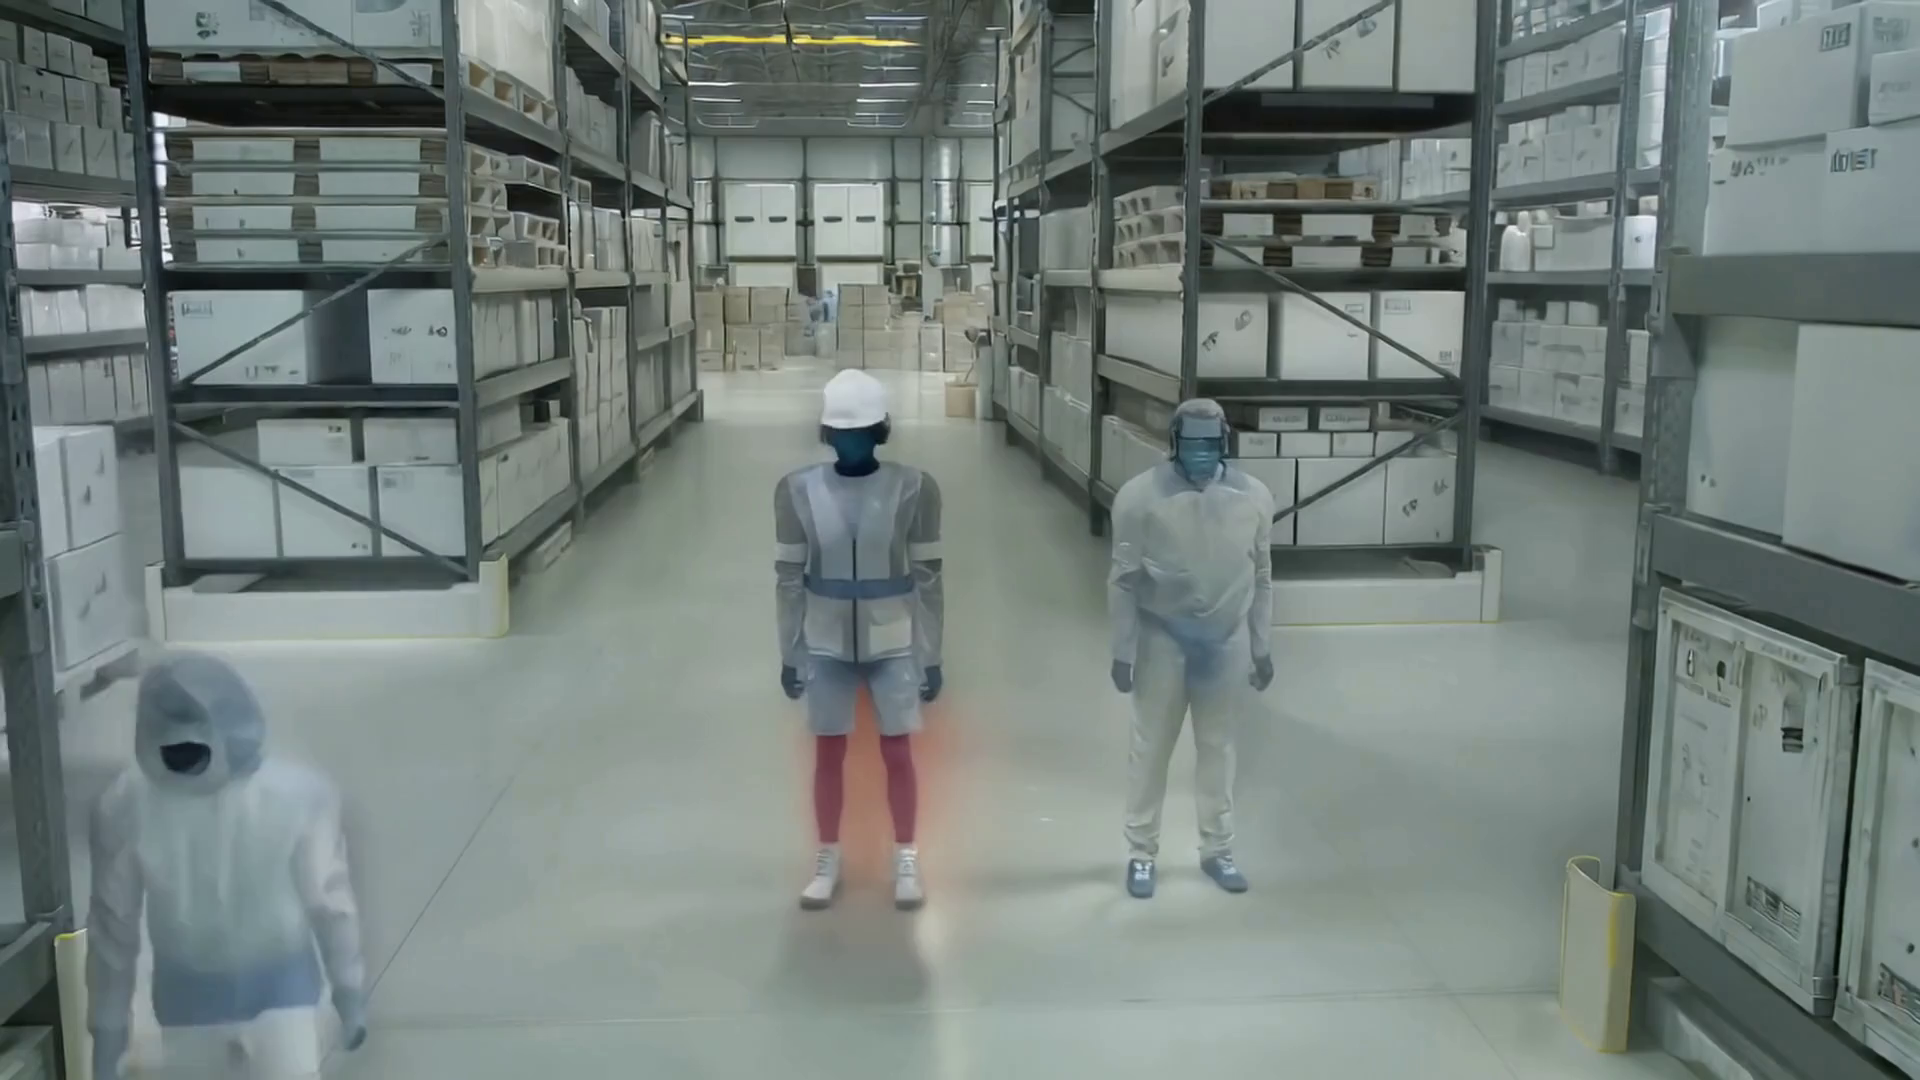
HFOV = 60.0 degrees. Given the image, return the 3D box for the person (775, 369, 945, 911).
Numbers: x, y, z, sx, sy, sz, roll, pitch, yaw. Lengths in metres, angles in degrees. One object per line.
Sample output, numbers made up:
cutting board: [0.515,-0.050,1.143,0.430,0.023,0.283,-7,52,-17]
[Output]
person: [-0.363,0.387,6.099,0.621,2.030,0.450,0,9,2]

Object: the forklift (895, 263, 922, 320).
forklift: [-1.955,-8.949,62.023,1.129,2.768,1.873,-1,9,-4]

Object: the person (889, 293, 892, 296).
person: [-2.547,-8.449,62.579,0.537,1.700,0.318,0,9,-2]

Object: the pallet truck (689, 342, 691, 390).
pallet truck: [-5.225,-3.008,27.480,1.885,1.965,0.823,2,9,14]

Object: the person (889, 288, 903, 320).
person: [-2.285,-7.797,57.782,0.638,1.929,0.374,3,10,19]

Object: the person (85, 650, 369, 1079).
person: [-1.521,1.025,3.400,0.515,1.591,0.809,-1,9,-6]

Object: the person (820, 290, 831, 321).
person: [-4.163,-6.651,50.650,0.875,1.915,0.553,-1,9,-4]

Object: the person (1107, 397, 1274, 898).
person: [0.886,0.411,6.307,0.652,1.904,0.402,-1,9,-8]
